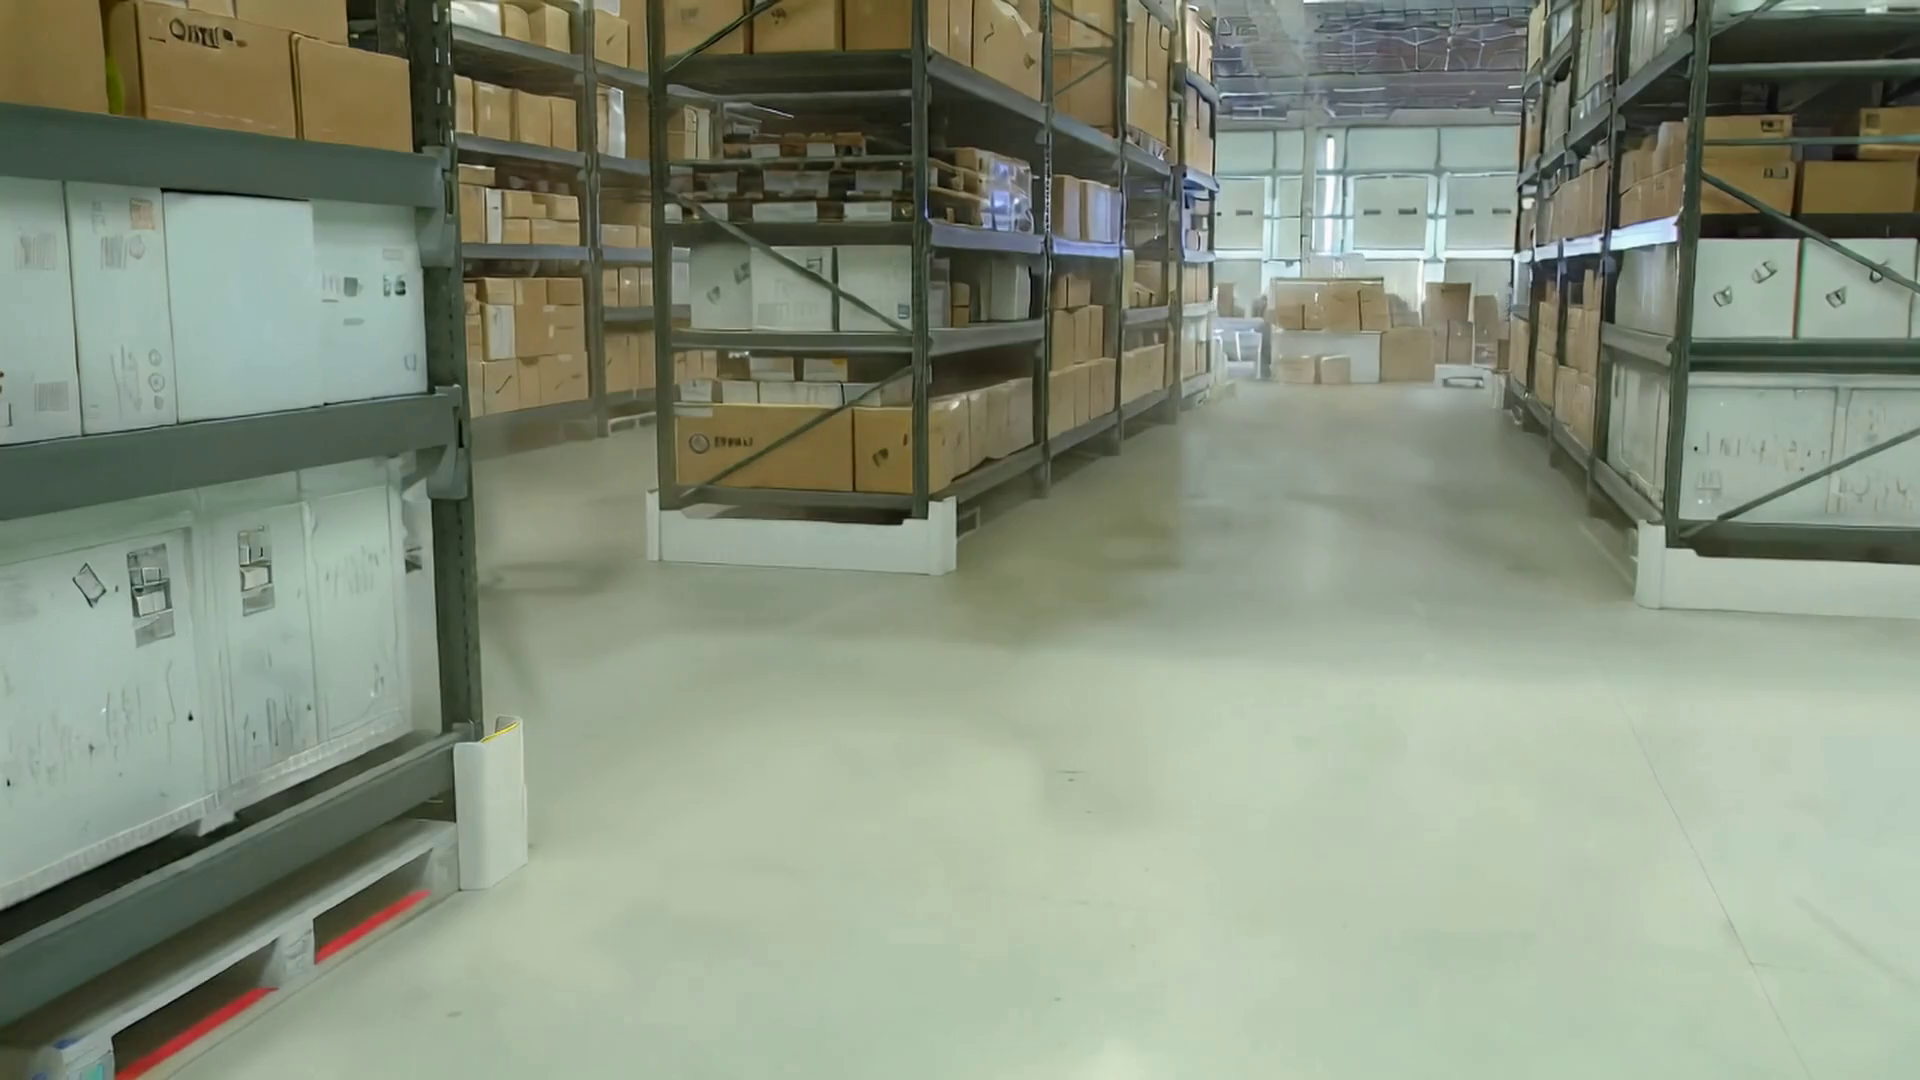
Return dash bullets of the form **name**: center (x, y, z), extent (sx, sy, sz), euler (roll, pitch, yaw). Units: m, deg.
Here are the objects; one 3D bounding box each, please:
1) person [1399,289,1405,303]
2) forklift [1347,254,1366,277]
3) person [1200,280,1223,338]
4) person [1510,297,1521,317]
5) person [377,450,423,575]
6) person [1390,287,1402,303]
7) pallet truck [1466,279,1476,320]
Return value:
- **person**: center (14.276, -7.346, 54.215), extent (0.446, 1.689, 0.538), euler (-5, 10, -29)
- **forklift**: center (13.074, -8.074, 55.067), extent (1.873, 2.768, 1.129), euler (0, 9, -2)
- **person**: center (4.607, -3.752, 30.444), extent (0.437, 1.978, 0.657), euler (1, 9, 4)
- **person**: center (14.106, -5.522, 41.903), extent (0.485, 1.918, 0.657), euler (8, 12, 40)
- **person**: center (-3.919, -0.708, 11.342), extent (0.643, 1.913, 0.410), euler (7, 11, 38)
- **person**: center (9.639, -4.697, 36.931), extent (0.428, 1.838, 0.628), euler (-1, 9, -7)
- **pallet truck**: center (18.896, -8.459, 60.307), extent (1.885, 1.965, 0.823), euler (5, 10, 31)
